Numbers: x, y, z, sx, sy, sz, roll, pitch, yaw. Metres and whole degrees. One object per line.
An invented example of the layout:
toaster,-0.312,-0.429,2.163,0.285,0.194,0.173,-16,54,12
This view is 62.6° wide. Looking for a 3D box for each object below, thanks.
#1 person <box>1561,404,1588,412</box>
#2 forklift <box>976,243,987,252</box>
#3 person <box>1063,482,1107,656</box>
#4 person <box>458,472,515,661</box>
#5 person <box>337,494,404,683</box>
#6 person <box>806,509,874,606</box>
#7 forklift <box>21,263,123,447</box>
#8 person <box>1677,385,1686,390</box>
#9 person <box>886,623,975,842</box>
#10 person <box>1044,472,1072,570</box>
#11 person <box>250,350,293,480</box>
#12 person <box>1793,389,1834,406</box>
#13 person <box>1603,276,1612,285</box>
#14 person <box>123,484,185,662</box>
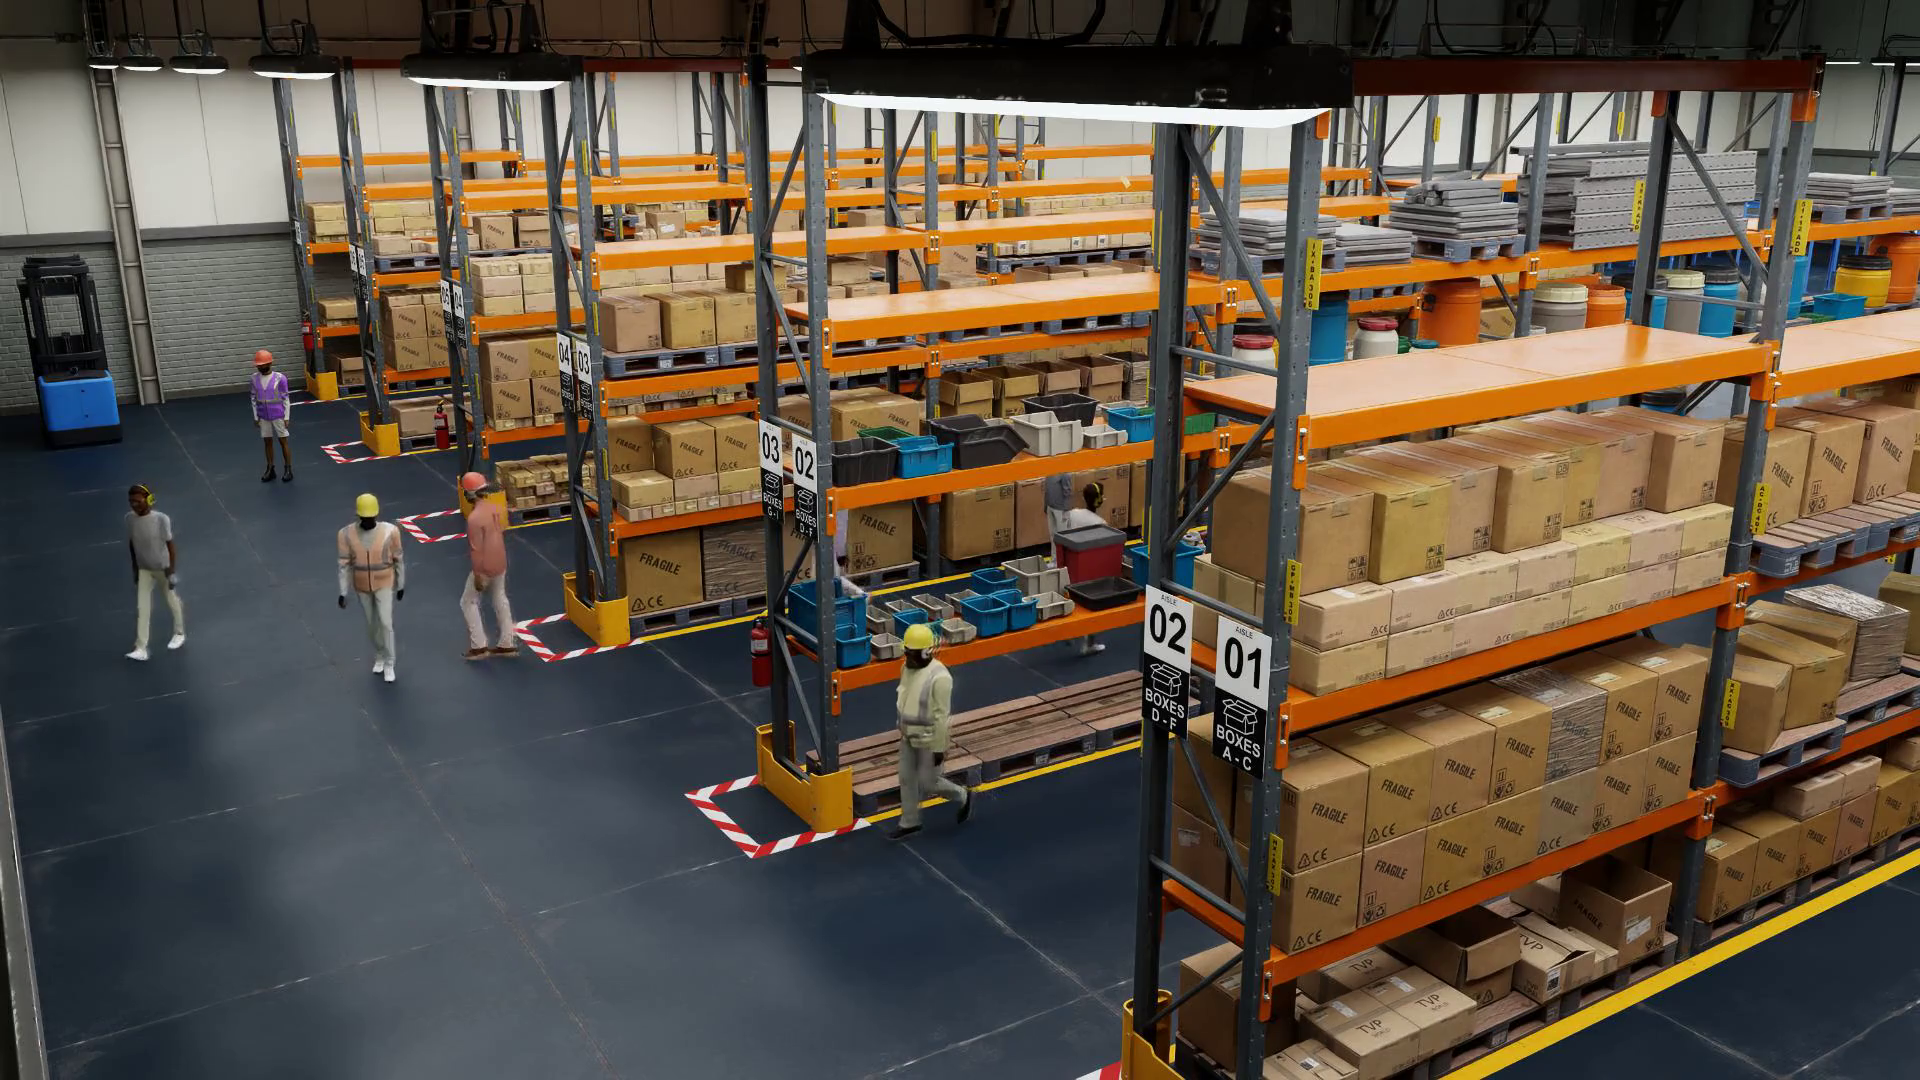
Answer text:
person,10.100,-2.451,25.765,0.868,1.595,0.504,9,19,26
forklift,0.988,-5.474,34.718,1.214,2.155,2.313,-10,20,-31
person,1.315,0.301,16.287,0.451,1.852,0.543,-14,22,-39
person,-4.938,0.270,16.194,0.670,1.967,0.608,4,17,11
person,-5.837,0.475,15.642,0.610,1.893,0.787,-3,17,-8
person,-1.367,0.048,17.177,0.733,1.822,0.631,-8,19,-24
forklift,-14.518,-3.079,25.708,1.129,2.768,1.873,-10,20,-31
person,11.562,-2.595,25.670,0.538,1.917,0.457,-10,19,-29
person,-0.248,1.499,12.430,0.664,1.809,0.599,-13,21,-35
person,1.152,-0.377,18.881,0.279,1.631,0.504,-8,19,-25
person,-10.093,-1.826,23.120,0.550,1.936,0.350,0,17,-1
person,12.746,-1.892,23.594,0.593,1.795,0.908,1,17,4
person,12.718,-4.277,31.222,0.669,1.893,0.535,2,17,6
person,-8.334,0.335,16.220,0.555,1.822,0.941,0,17,1
